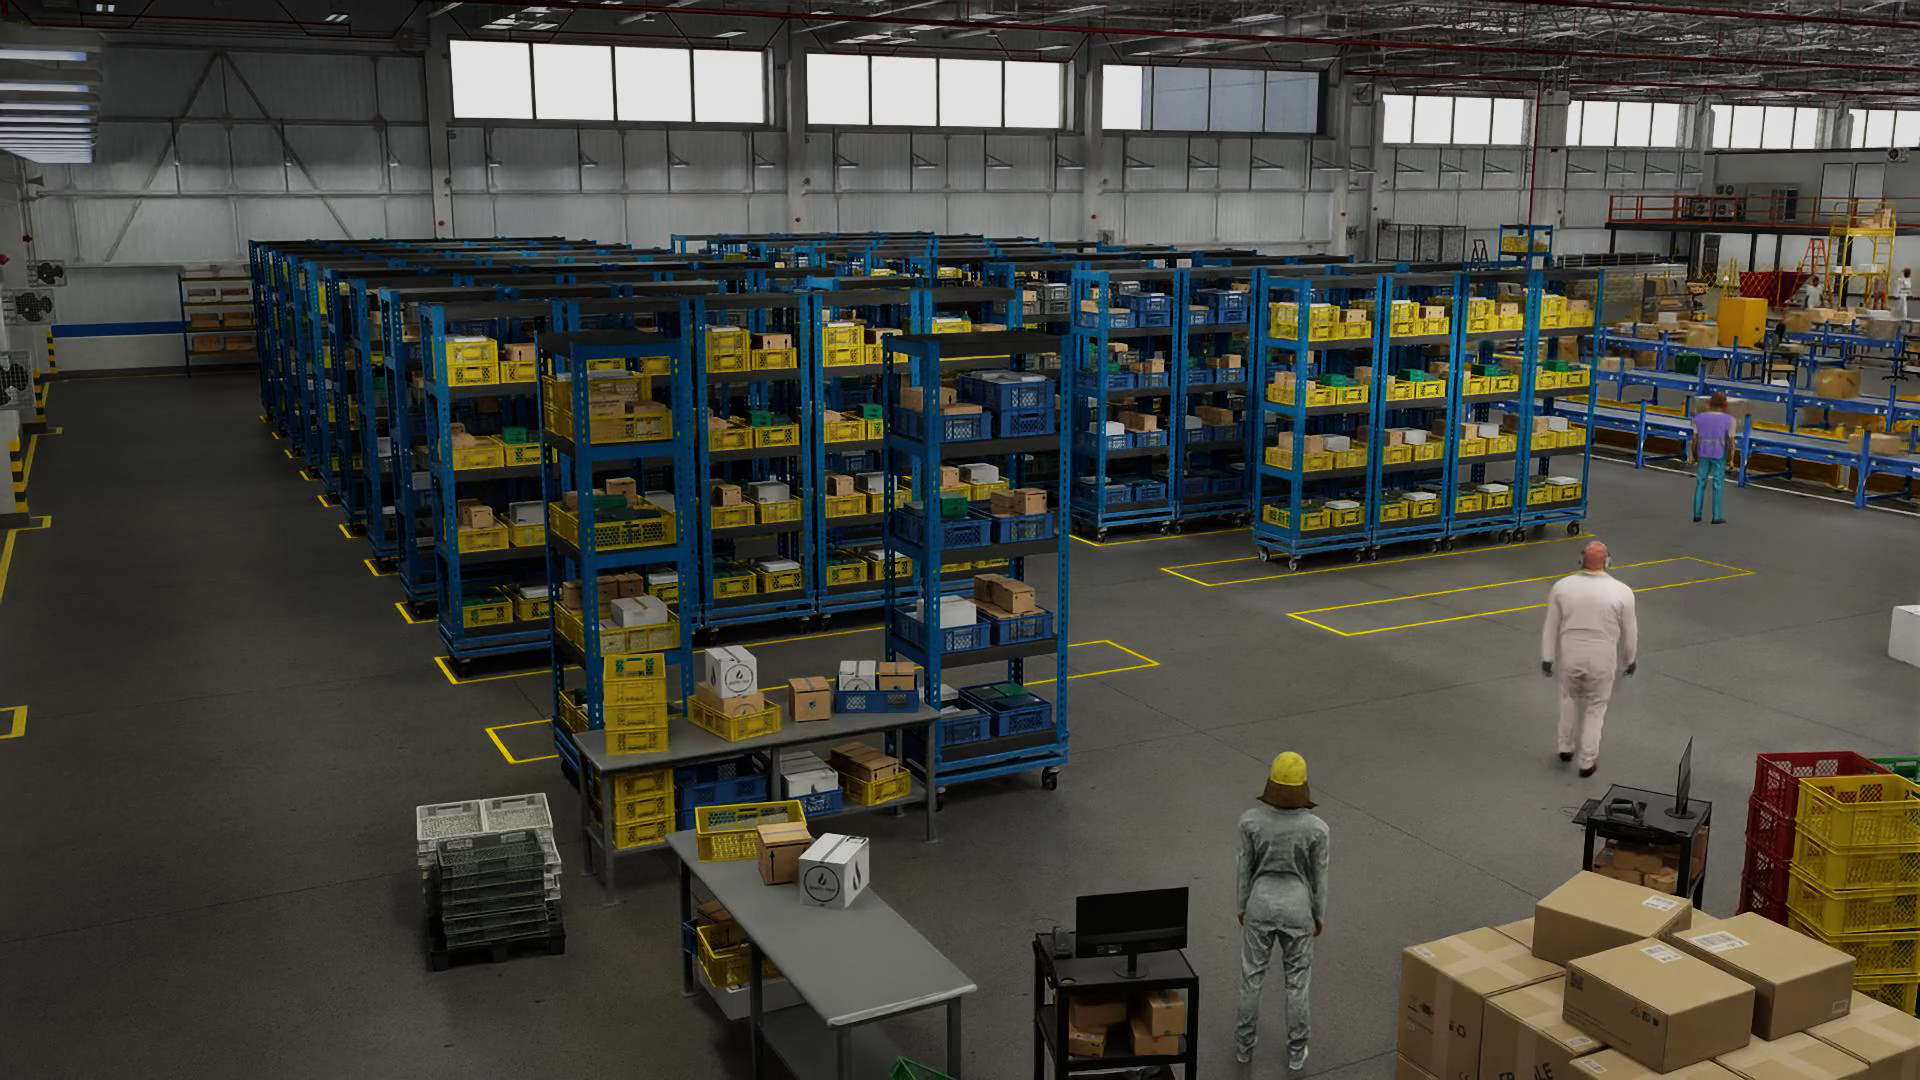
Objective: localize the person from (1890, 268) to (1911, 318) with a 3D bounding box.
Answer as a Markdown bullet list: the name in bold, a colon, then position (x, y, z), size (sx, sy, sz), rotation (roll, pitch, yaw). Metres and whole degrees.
- **person**: position (32.774, -8.535, 57.886), size (0.571, 1.853, 0.917), rotation (-6, 14, -27)

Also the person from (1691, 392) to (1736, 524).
- **person**: position (10.537, -1.143, 23.297), size (0.571, 1.840, 0.373), rotation (10, 16, 40)

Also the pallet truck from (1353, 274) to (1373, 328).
- **pallet truck**: position (13.011, -8.050, 55.243), size (0.823, 1.965, 1.885), rotation (-7, 14, -28)

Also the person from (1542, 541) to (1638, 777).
- **person**: position (5.110, 0.940, 13.481), size (0.680, 1.881, 0.708), rotation (8, 14, 32)

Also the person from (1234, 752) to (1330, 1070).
- **person**: position (1.725, 1.980, 8.954), size (0.485, 1.735, 0.347), rotation (3, 12, 15)

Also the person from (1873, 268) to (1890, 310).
- **person**: position (33.126, -8.904, 59.805), size (0.518, 1.757, 0.339), rotation (9, 15, 35)

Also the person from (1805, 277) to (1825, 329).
- **person**: position (27.128, -7.447, 52.849), size (0.535, 1.830, 0.962), rotation (-2, 12, -9)
